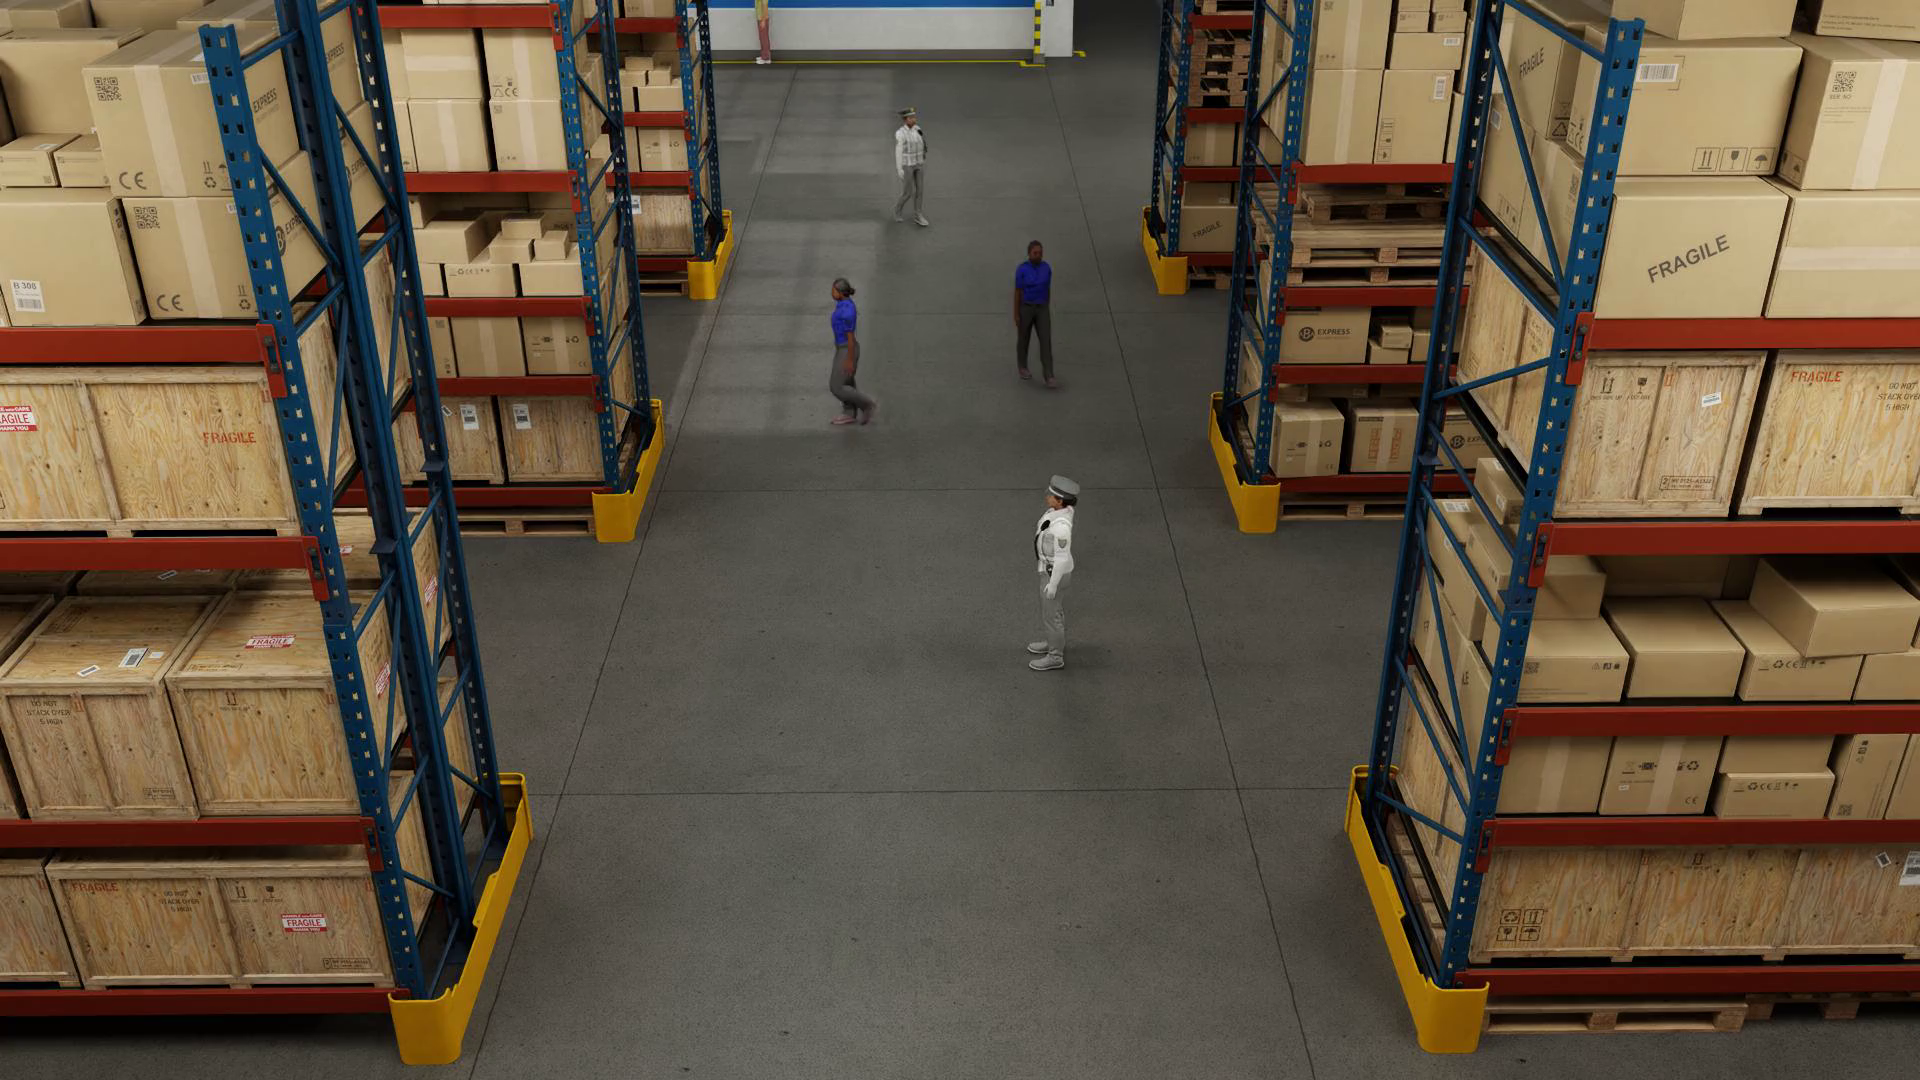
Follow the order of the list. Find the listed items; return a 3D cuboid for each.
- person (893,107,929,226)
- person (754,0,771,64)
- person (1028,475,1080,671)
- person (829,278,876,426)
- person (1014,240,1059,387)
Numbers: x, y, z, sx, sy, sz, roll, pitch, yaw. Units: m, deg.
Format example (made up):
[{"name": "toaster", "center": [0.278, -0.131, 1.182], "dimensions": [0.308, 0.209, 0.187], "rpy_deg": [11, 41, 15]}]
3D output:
[{"name": "person", "center": [-0.686, -5.406, 24.049], "dimensions": [0.492, 1.698, 0.594], "rpy_deg": [-20, 34, -33]}, {"name": "person", "center": [-3.973, -10.469, 33.478], "dimensions": [0.379, 1.673, 0.432], "rpy_deg": [-2, 28, -3]}, {"name": "person", "center": [0.760, 0.251, 13.521], "dimensions": [0.381, 1.689, 0.464], "rpy_deg": [1, 28, 2]}, {"name": "person", "center": [-1.159, -1.978, 17.654], "dimensions": [0.495, 1.666, 0.492], "rpy_deg": [-2, 28, -4]}, {"name": "person", "center": [0.849, -2.532, 18.732], "dimensions": [0.453, 1.643, 0.764], "rpy_deg": [-7, 29, -13]}]
